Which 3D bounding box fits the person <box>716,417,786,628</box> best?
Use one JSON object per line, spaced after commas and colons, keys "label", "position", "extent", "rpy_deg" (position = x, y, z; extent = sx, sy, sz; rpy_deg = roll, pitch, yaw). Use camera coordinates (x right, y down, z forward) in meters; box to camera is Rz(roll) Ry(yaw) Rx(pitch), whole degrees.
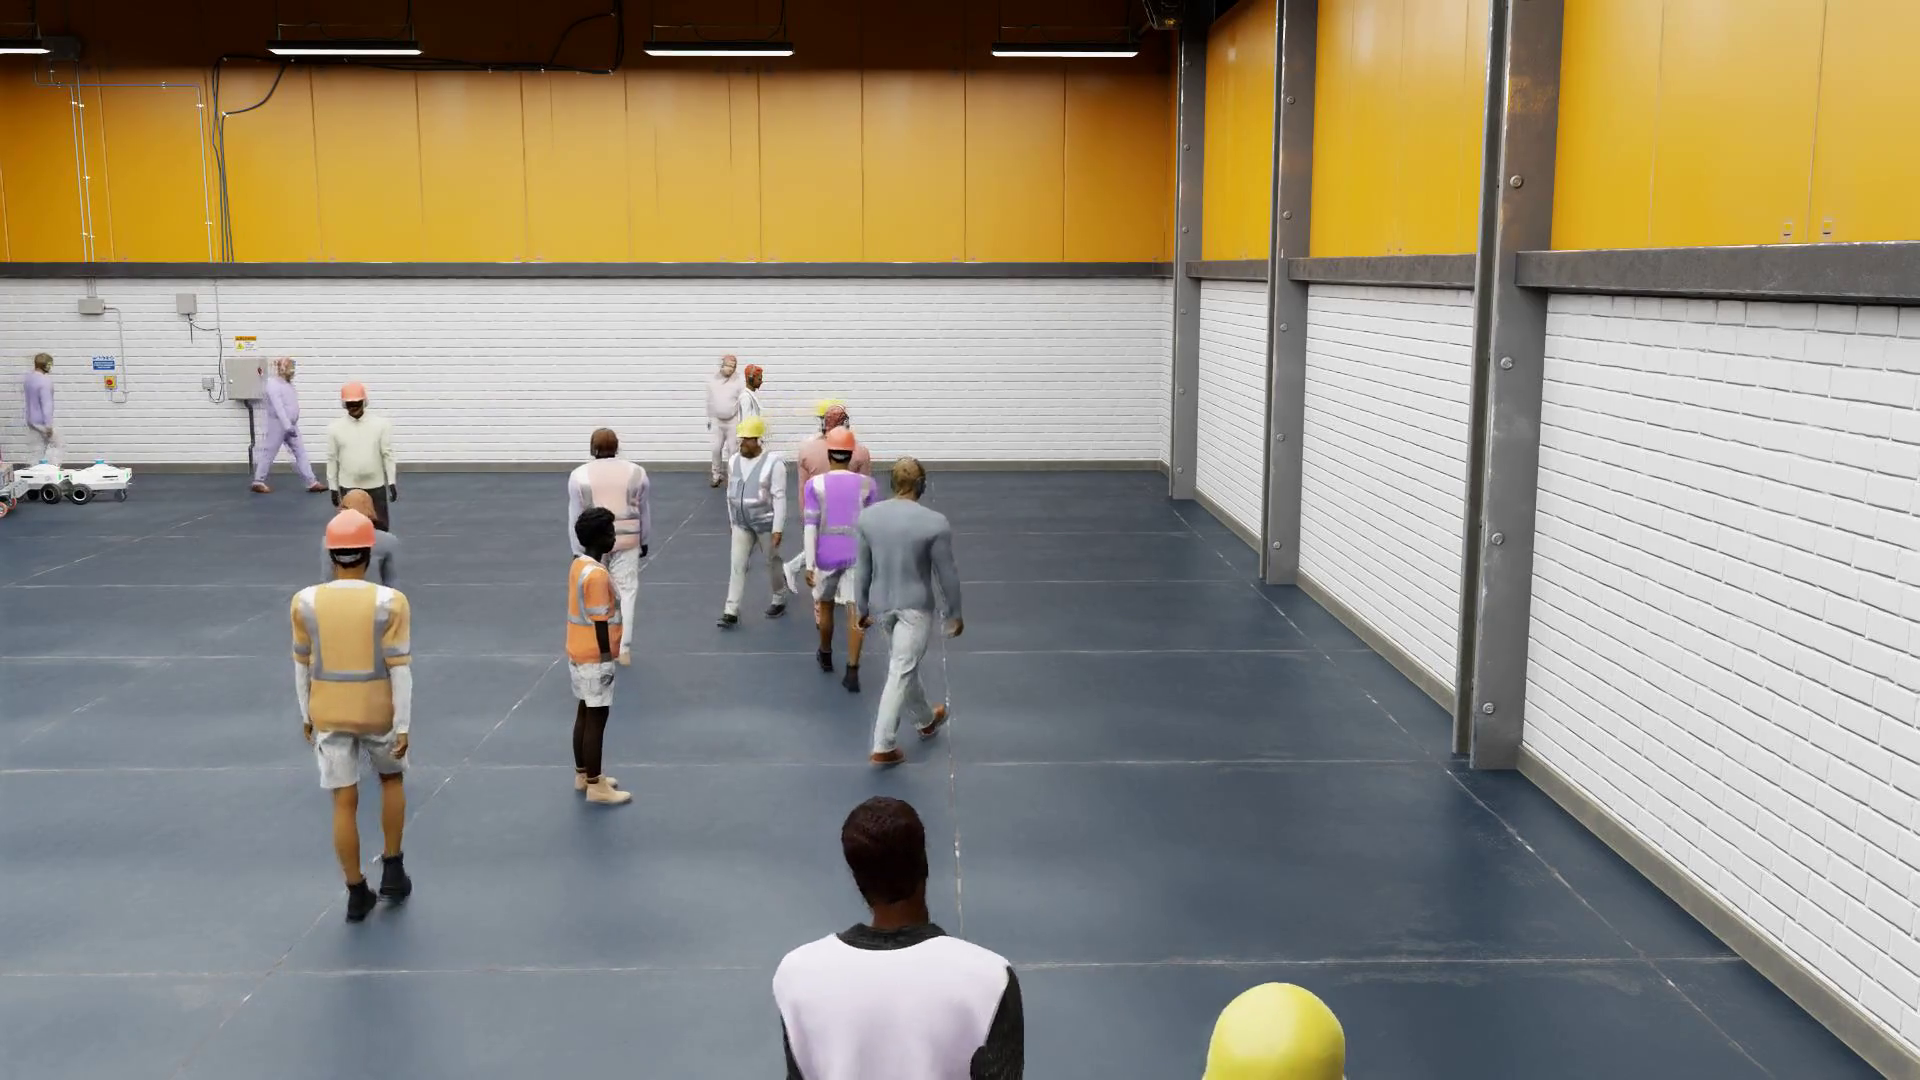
{"label": "person", "position": [-1.762, -0.160, 14.198], "extent": [0.612, 1.783, 0.919], "rpy_deg": [4, 10, 23]}

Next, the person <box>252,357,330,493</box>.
{"label": "person", "position": [-9.144, -1.540, 22.484], "extent": [1.025, 1.849, 0.629], "rpy_deg": [1, 9, 7]}

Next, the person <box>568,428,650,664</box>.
{"label": "person", "position": [-2.740, 0.025, 12.999], "extent": [0.629, 1.812, 0.864], "rpy_deg": [-3, 10, -15]}

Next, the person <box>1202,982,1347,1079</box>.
{"label": "person", "position": [0.438, 1.656, 2.712], "extent": [0.588, 1.901, 0.825], "rpy_deg": [4, 10, 21]}

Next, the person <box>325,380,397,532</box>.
{"label": "person", "position": [-5.745, -0.547, 15.953], "extent": [0.638, 1.980, 0.625], "rpy_deg": [-4, 10, -23]}

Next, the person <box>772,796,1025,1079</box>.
{"label": "person", "position": [-0.102, 1.516, 3.747], "extent": [0.665, 1.843, 0.995], "rpy_deg": [2, 10, 14]}

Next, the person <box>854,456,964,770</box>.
{"label": "person", "position": [-0.289, 0.419, 10.330], "extent": [0.655, 1.880, 1.026], "rpy_deg": [5, 11, 30]}

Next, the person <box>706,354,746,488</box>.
{"label": "person", "position": [-3.204, -1.638, 23.001], "extent": [0.669, 1.864, 0.520], "rpy_deg": [1, 9, 9]}

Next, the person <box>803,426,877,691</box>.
{"label": "person", "position": [-0.877, 0.110, 12.229], "extent": [0.568, 1.883, 0.975], "rpy_deg": [-2, 9, -11]}

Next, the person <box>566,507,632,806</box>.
{"label": "person", "position": [-2.071, 0.653, 9.472], "extent": [0.317, 1.696, 0.540], "rpy_deg": [-4, 10, -24]}

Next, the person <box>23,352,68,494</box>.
{"label": "person", "position": [-12.351, -1.577, 22.483], "extent": [0.650, 1.909, 0.548], "rpy_deg": [7, 11, 35]}

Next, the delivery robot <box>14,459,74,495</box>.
{"label": "delivery robot", "position": [-11.917, -0.810, 21.646], "extent": [0.707, 0.478, 0.477], "rpy_deg": [1, 9, 9]}

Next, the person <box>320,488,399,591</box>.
{"label": "person", "position": [-3.865, 0.475, 10.800], "extent": [0.550, 1.616, 0.511], "rpy_deg": [9, 13, 44]}

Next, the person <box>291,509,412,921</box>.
{"label": "person", "position": [-2.843, 0.810, 7.856], "extent": [0.549, 1.916, 0.584], "rpy_deg": [-2, 9, -11]}

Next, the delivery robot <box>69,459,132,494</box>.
{"label": "delivery robot", "position": [-11.173, -0.808, 21.637], "extent": [0.707, 0.478, 0.477], "rpy_deg": [-3, 10, -20]}

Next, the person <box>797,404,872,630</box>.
{"label": "person", "position": [-1.024, -0.184, 13.963], "extent": [0.638, 1.909, 0.407], "rpy_deg": [2, 9, 10]}

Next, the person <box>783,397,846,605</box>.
{"label": "person", "position": [-1.266, -0.362, 15.092], "extent": [0.833, 1.896, 0.593], "rpy_deg": [3, 10, 20]}

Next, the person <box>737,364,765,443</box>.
{"label": "person", "position": [-2.510, -1.174, 20.095], "extent": [0.356, 1.887, 0.572], "rpy_deg": [-1, 9, -3]}
